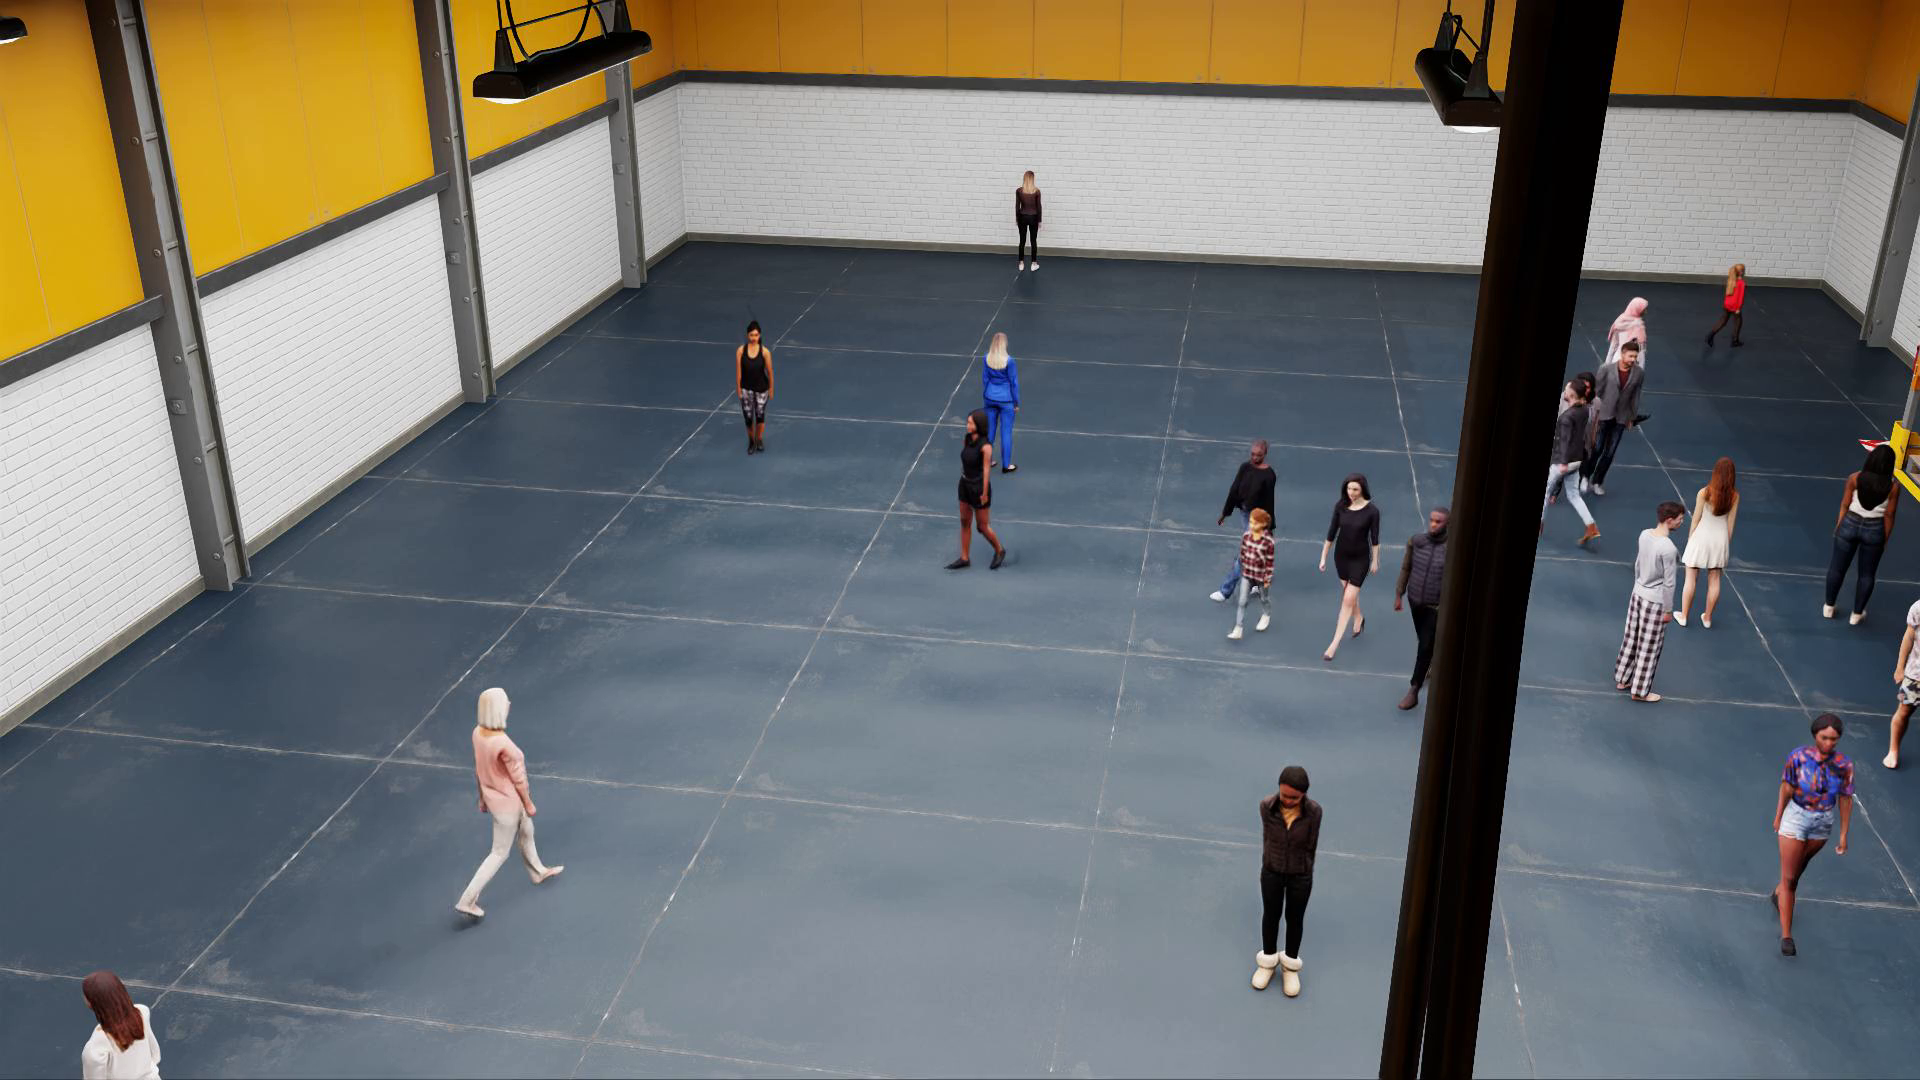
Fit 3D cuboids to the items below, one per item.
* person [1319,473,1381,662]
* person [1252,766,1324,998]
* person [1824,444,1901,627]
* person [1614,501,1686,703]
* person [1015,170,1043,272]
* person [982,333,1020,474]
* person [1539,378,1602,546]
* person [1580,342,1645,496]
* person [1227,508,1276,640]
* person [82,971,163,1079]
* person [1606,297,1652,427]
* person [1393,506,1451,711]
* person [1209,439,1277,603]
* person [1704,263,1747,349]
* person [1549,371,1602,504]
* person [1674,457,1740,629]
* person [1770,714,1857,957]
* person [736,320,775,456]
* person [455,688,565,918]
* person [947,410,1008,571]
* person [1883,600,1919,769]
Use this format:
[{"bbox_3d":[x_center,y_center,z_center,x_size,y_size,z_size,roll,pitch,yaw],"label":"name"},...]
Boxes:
[{"bbox_3d":[3.677,0.216,15.455,0.994,1.746,1.210,19,30,37],"label":"person"},{"bbox_3d":[2.168,2.196,11.031,0.578,1.660,0.625,6,24,13],"label":"person"},{"bbox_3d":[8.675,-0.060,16.009,0.729,1.808,0.743,16,28,33],"label":"person"},{"bbox_3d":[6.069,0.526,14.621,0.758,1.846,0.615,-5,24,-12],"label":"person"},{"bbox_3d":[1.170,-5.490,28.561,0.612,1.704,0.498,5,24,12],"label":"person"},{"bbox_3d":[0.469,-1.635,19.746,0.696,1.700,0.668,14,27,28],"label":"person"},{"bbox_3d":[6.543,-0.803,17.706,1.169,1.810,1.153,-19,30,-37],"label":"person"},{"bbox_3d":[7.439,-1.419,19.068,0.743,1.848,0.683,3,24,6],"label":"person"},{"bbox_3d":[2.867,0.305,15.842,0.781,1.274,0.967,17,29,34],"label":"person"},{"bbox_3d":[-4.489,3.057,9.029,0.663,1.688,0.493,5,24,12],"label":"person"},{"bbox_3d":[8.238,-2.131,20.833,1.085,1.739,1.232,-8,25,-18],"label":"person"},{"bbox_3d":[4.177,0.539,14.659,1.116,1.793,1.309,19,30,37],"label":"person"},{"bbox_3d":[2.986,-0.215,16.496,1.123,1.702,1.102,-12,26,-25],"label":"person"},{"bbox_3d":[11.266,-3.409,24.353,0.830,1.262,0.891,-8,25,-19],"label":"person"},{"bbox_3d":[6.937,-1.162,18.791,0.664,1.600,0.693,7,25,16],"label":"person"},{"bbox_3d":[7.187,0.021,15.946,0.561,1.710,0.516,3,24,7],"label":"person"},{"bbox_3d":[5.858,1.954,11.538,0.649,1.698,1.115,5,24,12],"label":"person"},{"bbox_3d":[-2.515,-1.891,20.397,0.684,1.648,0.718,-2,24,-5],"label":"person"},{"bbox_3d":[-3.289,1.878,11.725,1.192,1.688,1.034,-21,31,-39],"label":"person"},{"bbox_3d":[0.197,-0.508,17.128,0.937,1.733,0.879,-15,28,-31],"label":"person"},{"bbox_3d":[7.902,1.029,13.513,0.715,1.811,0.640,9,25,20],"label":"person"}]
